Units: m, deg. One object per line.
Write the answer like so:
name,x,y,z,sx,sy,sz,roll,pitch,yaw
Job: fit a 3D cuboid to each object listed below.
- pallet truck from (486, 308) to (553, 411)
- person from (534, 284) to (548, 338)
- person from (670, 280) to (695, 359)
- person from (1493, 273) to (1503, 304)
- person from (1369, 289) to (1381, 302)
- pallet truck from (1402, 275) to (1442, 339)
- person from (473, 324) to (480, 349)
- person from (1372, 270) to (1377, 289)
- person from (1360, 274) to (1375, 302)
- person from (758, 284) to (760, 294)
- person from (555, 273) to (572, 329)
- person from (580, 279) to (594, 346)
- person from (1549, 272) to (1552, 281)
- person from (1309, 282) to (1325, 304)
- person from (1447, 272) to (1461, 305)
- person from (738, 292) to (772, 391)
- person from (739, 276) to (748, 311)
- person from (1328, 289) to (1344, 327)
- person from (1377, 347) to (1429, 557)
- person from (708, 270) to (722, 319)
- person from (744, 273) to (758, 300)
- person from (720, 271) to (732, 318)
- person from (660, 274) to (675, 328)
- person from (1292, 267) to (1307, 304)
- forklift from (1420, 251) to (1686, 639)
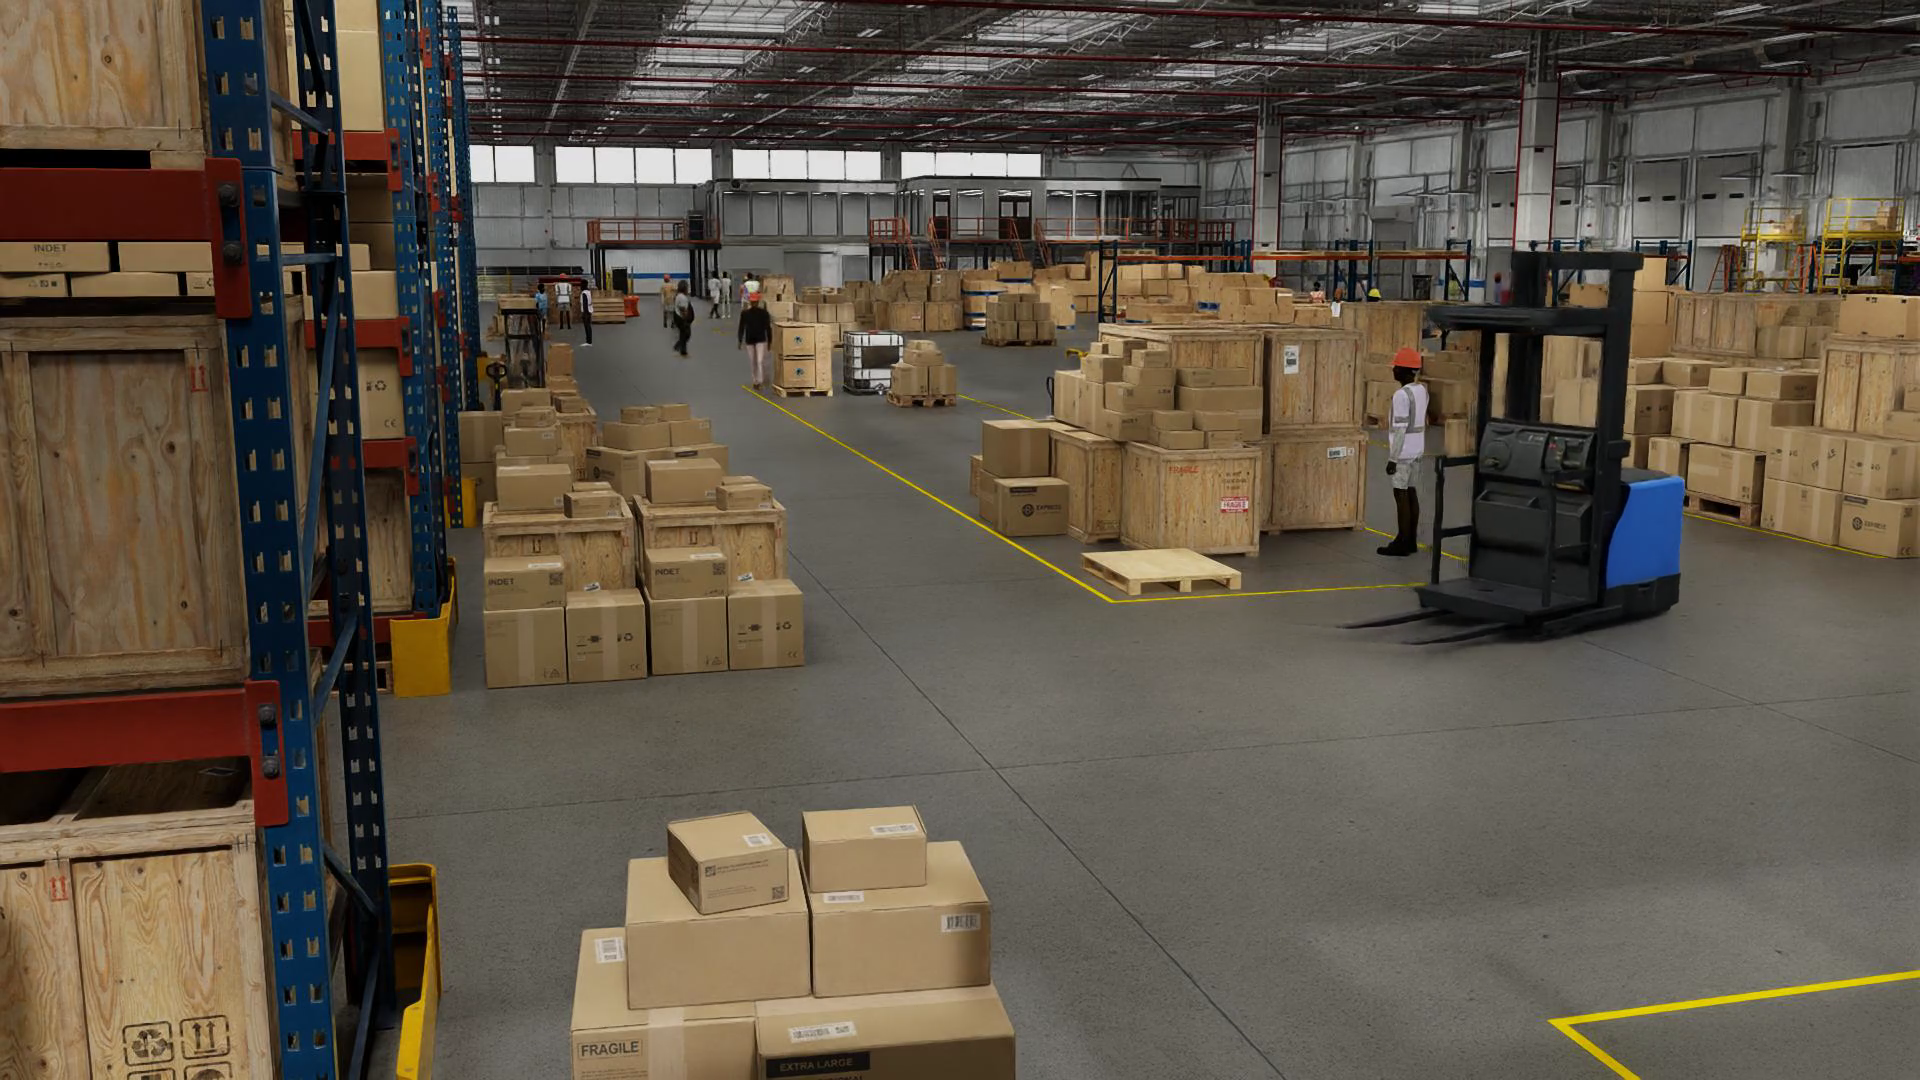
pallet truck,-6.242,-2.418,24.362,0.823,1.965,1.885,1,10,3
person,-13.196,-7.231,52.473,0.318,1.696,0.532,4,11,21
person,-7.039,-5.614,42.342,0.563,2.000,0.704,-3,10,-14
person,18.943,-8.428,58.604,0.422,1.922,0.563,6,12,33
person,9.262,-4.689,37.462,0.408,1.918,0.584,3,11,18
pallet truck,14.620,-7.324,52.145,0.823,1.965,1.885,8,13,40
person,-13.497,-6.062,45.562,0.591,1.808,0.739,5,11,24
person,19.498,-11.846,78.467,0.429,1.728,0.498,6,12,31
person,15.783,-9.383,64.281,0.436,1.831,0.622,-8,13,-38
person,-7.160,-8.742,60.683,0.514,1.821,0.972,1,10,4
person,-13.777,-8.297,57.822,0.551,1.936,0.356,-3,11,-19
person,-10.795,-6.561,48.049,0.392,1.919,0.592,-1,10,-5
person,23.210,-9.636,65.647,0.576,1.857,0.993,-1,10,-4
person,11.863,-7.727,55.305,0.535,1.690,0.320,5,11,27
person,19.707,-9.776,66.495,0.622,1.832,0.547,-1,10,-5
person,-4.111,-3.949,33.170,0.627,1.941,0.994,2,10,9
person,-8.150,-9.196,63.462,0.532,1.738,0.665,-1,10,-8
person,8.807,-4.915,38.828,0.353,1.883,0.577,-8,13,-38
person,4.119,-0.817,15.454,0.351,1.942,0.547,7,12,36
person,-9.682,-9.646,65.438,0.605,1.948,0.794,7,12,34
person,-7.718,-8.902,61.407,0.628,1.895,0.569,-6,12,-32
person,-9.460,-9.887,67.005,0.514,1.877,0.328,-4,11,-23
person,-10.261,-8.394,58.530,0.544,1.897,0.993,-4,11,-21
person,16.332,-12.151,79.789,1.014,1.895,0.611,5,11,27
forklift,4.647,-0.811,12.763,1.873,2.768,1.129,-7,12,-35
